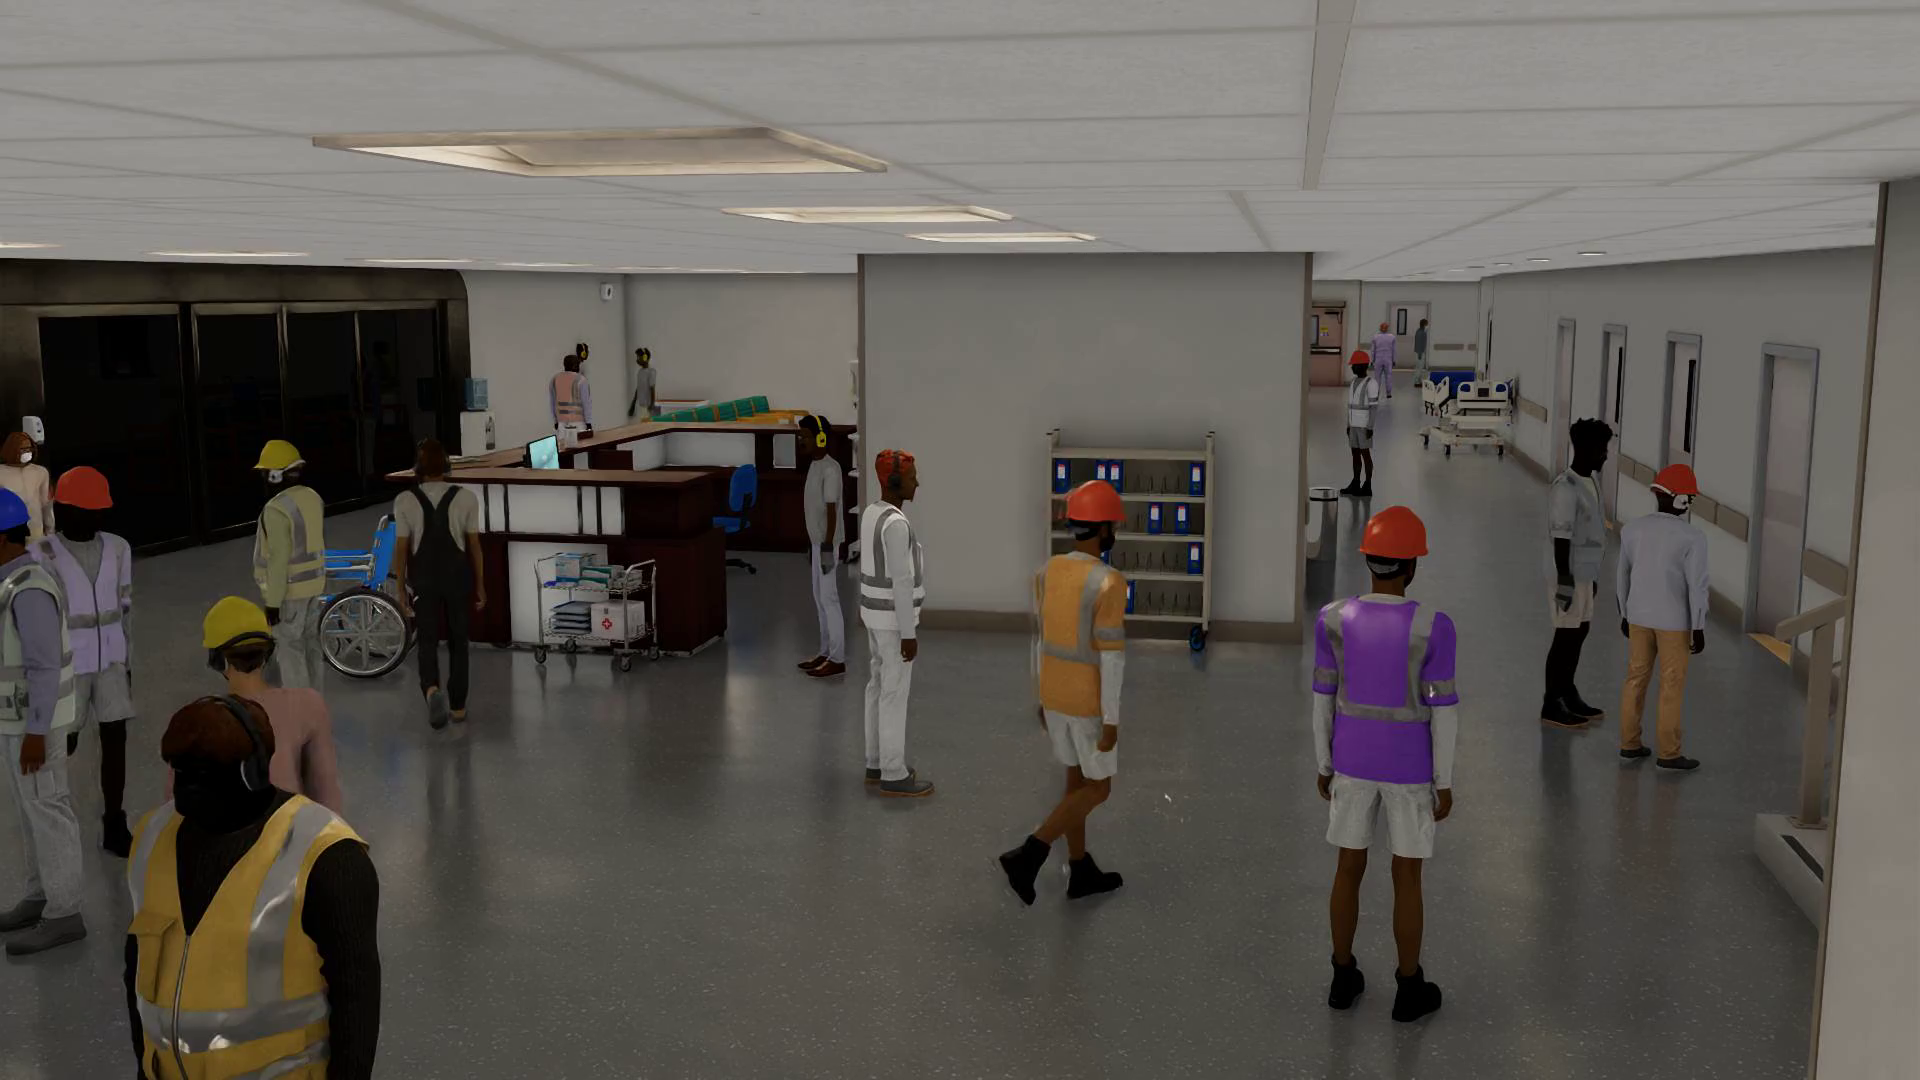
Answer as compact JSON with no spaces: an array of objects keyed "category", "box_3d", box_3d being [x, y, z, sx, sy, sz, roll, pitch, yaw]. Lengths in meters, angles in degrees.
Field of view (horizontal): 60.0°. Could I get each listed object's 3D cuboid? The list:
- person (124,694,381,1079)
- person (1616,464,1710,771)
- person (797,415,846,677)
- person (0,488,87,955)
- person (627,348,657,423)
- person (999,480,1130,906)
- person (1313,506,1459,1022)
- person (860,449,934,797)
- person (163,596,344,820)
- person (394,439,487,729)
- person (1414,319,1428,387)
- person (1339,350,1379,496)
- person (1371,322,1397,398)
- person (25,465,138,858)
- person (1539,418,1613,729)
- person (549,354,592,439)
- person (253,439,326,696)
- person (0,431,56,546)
[{"category":"person","box_3d":[-1.647,1.257,3.834,0.638,1.840,0.429,2,9,15]},{"category":"person","box_3d":[4.044,0.436,9.543,0.337,1.747,0.573,-5,10,-29]},{"category":"person","box_3d":[-0.986,0.039,11.828,0.326,1.862,0.508,-3,9,-19]},{"category":"person","box_3d":[-3.900,0.737,6.922,0.402,1.940,0.602,-7,11,-38]},{"category":"person","box_3d":[-4.868,-2.051,25.755,0.516,1.850,0.520,-6,10,-33]},{"category":"person","box_3d":[0.455,0.696,7.309,0.682,1.915,0.563,-7,11,-37]},{"category":"person","box_3d":[1.600,0.837,6.267,0.543,1.939,0.360,5,10,31]},{"category":"person","box_3d":[-0.361,0.447,9.029,0.345,1.882,0.584,-3,9,-19]},{"category":"person","box_3d":[-2.404,1.040,5.614,0.537,1.708,0.922,-8,12,-43]},{"category":"person","box_3d":[-3.213,0.282,10.323,0.534,1.823,0.667,-3,9,-16]},{"category":"person","box_3d":[12.917,-5.237,46.621,0.372,1.929,0.636,4,9,23]},{"category":"person","box_3d":[5.292,-1.543,22.066,0.373,1.934,0.551,-3,9,-20]},{"category":"person","box_3d":[10.712,-4.546,42.092,0.638,1.909,0.408,2,9,11]},{"category":"person","box_3d":[-4.337,0.575,8.131,0.819,1.908,0.575,6,10,34]},{"category":"person","box_3d":[3.858,0.203,10.425,0.384,1.952,0.620,6,10,35]},{"category":"person","box_3d":[-5.394,-1.663,23.187,0.634,1.839,0.429,3,9,21]},{"category":"person","box_3d":[-4.117,0.295,10.225,0.403,1.830,0.595,0,9,2]},{"category":"person","box_3d":[-7.442,-0.052,13.221,0.285,1.627,0.504,5,10,30]}]
